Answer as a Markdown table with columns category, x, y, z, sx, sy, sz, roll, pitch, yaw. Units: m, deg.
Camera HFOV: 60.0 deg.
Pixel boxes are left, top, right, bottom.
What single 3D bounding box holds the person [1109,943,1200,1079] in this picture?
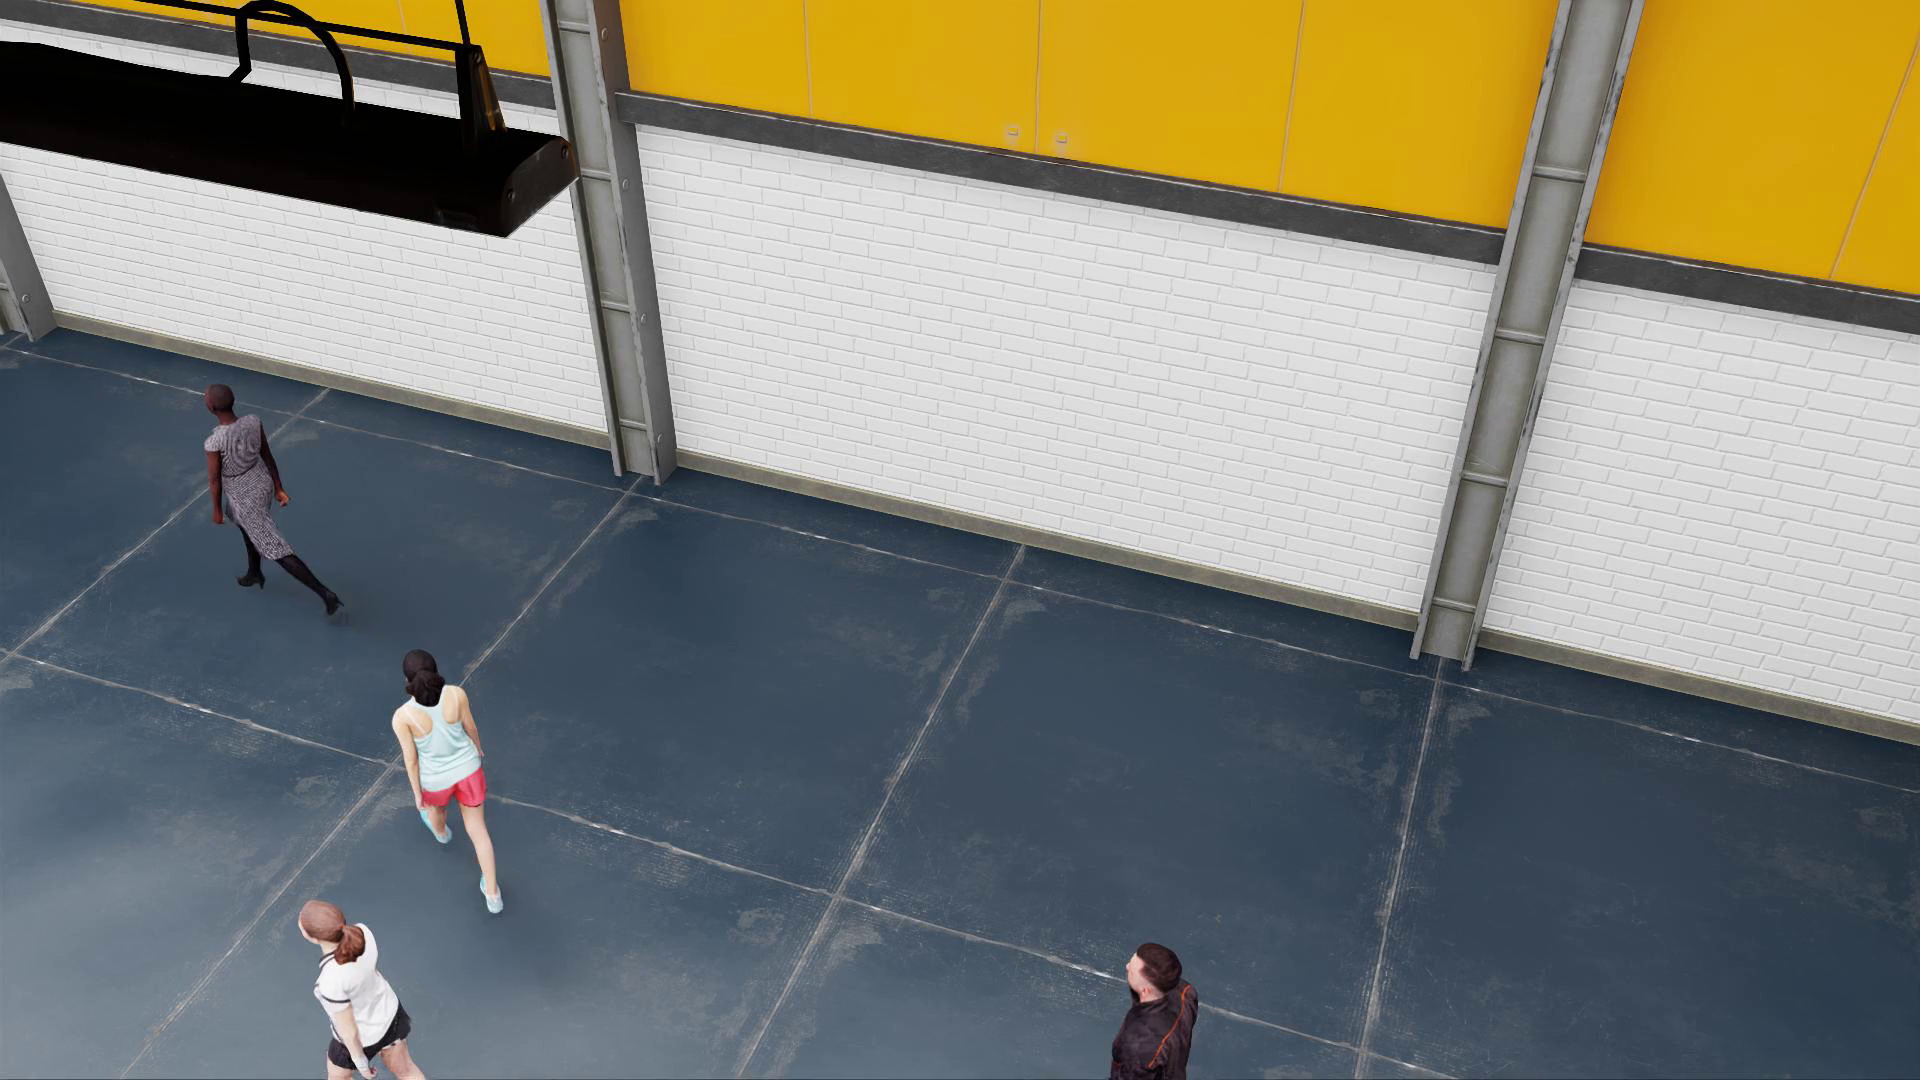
| category | x | y | z | sx | sy | sz | roll | pitch | yaw |
| --- | --- | --- | --- | --- | --- | --- | --- | --- | --- |
| person | 0.904 | 2.522 | 7.454 | 1.209 | 1.821 | 0.804 | 18 | 42 | 21 |

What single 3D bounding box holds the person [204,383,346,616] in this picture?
| category | x | y | z | sx | sy | sz | roll | pitch | yaw |
| --- | --- | --- | --- | --- | --- | --- | --- | --- | --- |
| person | -4.561 | -0.196 | 10.924 | 1.195 | 1.738 | 0.605 | 14 | 41 | 16 |

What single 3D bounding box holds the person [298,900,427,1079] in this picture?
| category | x | y | z | sx | sy | sz | roll | pitch | yaw |
| --- | --- | --- | --- | --- | --- | --- | --- | --- | --- |
| person | -2.693 | 2.309 | 7.789 | 0.684 | 1.735 | 0.570 | 11 | 40 | 14 |

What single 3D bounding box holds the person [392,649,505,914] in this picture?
| category | x | y | z | sx | sy | sz | roll | pitch | yaw |
| --- | --- | --- | --- | --- | --- | --- | --- | --- | --- |
| person | -2.730 | 1.337 | 9.015 | 1.033 | 1.724 | 1.159 | -22 | 44 | -25 |
